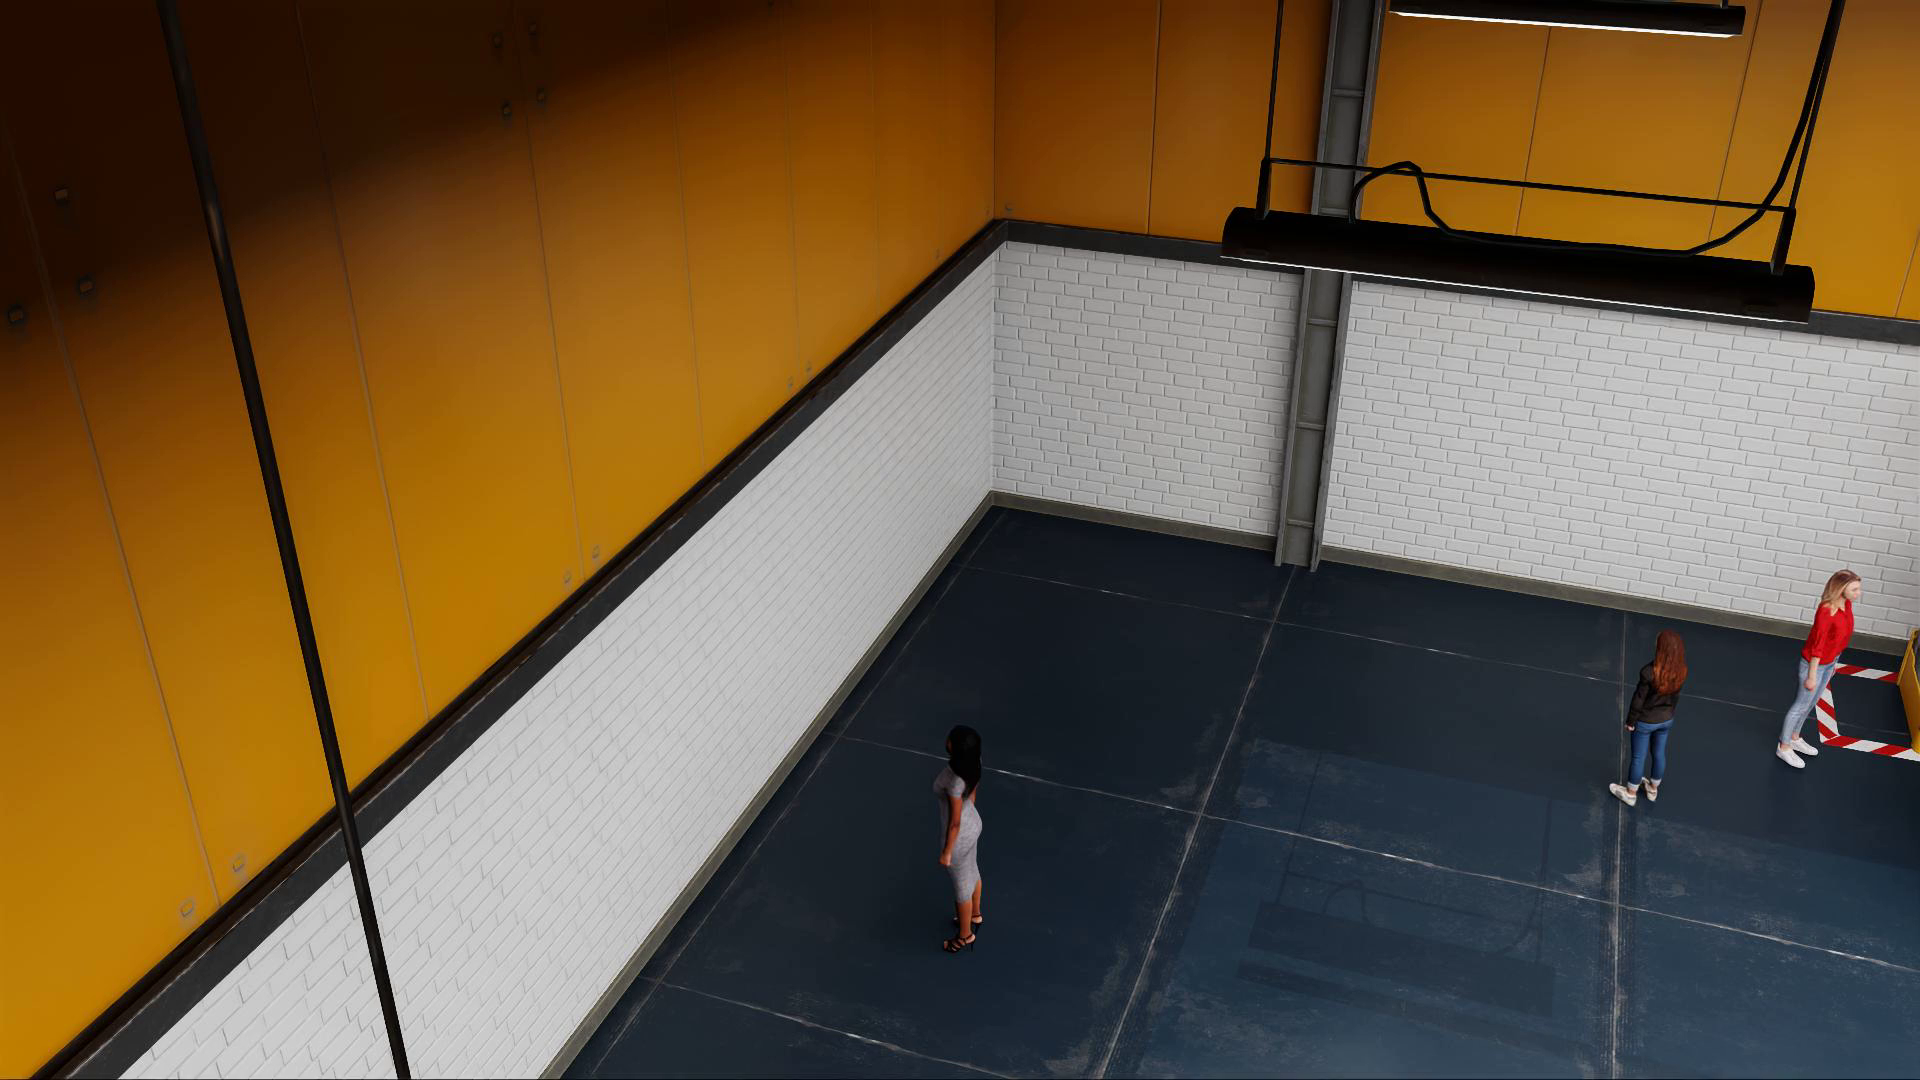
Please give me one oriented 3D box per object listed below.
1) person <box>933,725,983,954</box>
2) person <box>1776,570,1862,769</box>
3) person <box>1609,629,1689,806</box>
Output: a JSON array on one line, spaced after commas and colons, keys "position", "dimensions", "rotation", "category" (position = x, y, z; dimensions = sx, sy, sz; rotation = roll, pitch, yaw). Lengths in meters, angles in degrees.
[{"position": [0.018, 1.974, 11.025], "dimensions": [0.509, 1.781, 0.583], "rotation": [11, 30, 19], "category": "person"}, {"position": [6.686, 0.971, 12.945], "dimensions": [0.689, 1.704, 0.668], "rotation": [-23, 36, -36], "category": "person"}, {"position": [5.229, 1.330, 12.520], "dimensions": [0.605, 1.480, 0.686], "rotation": [-9, 30, -16], "category": "person"}]
